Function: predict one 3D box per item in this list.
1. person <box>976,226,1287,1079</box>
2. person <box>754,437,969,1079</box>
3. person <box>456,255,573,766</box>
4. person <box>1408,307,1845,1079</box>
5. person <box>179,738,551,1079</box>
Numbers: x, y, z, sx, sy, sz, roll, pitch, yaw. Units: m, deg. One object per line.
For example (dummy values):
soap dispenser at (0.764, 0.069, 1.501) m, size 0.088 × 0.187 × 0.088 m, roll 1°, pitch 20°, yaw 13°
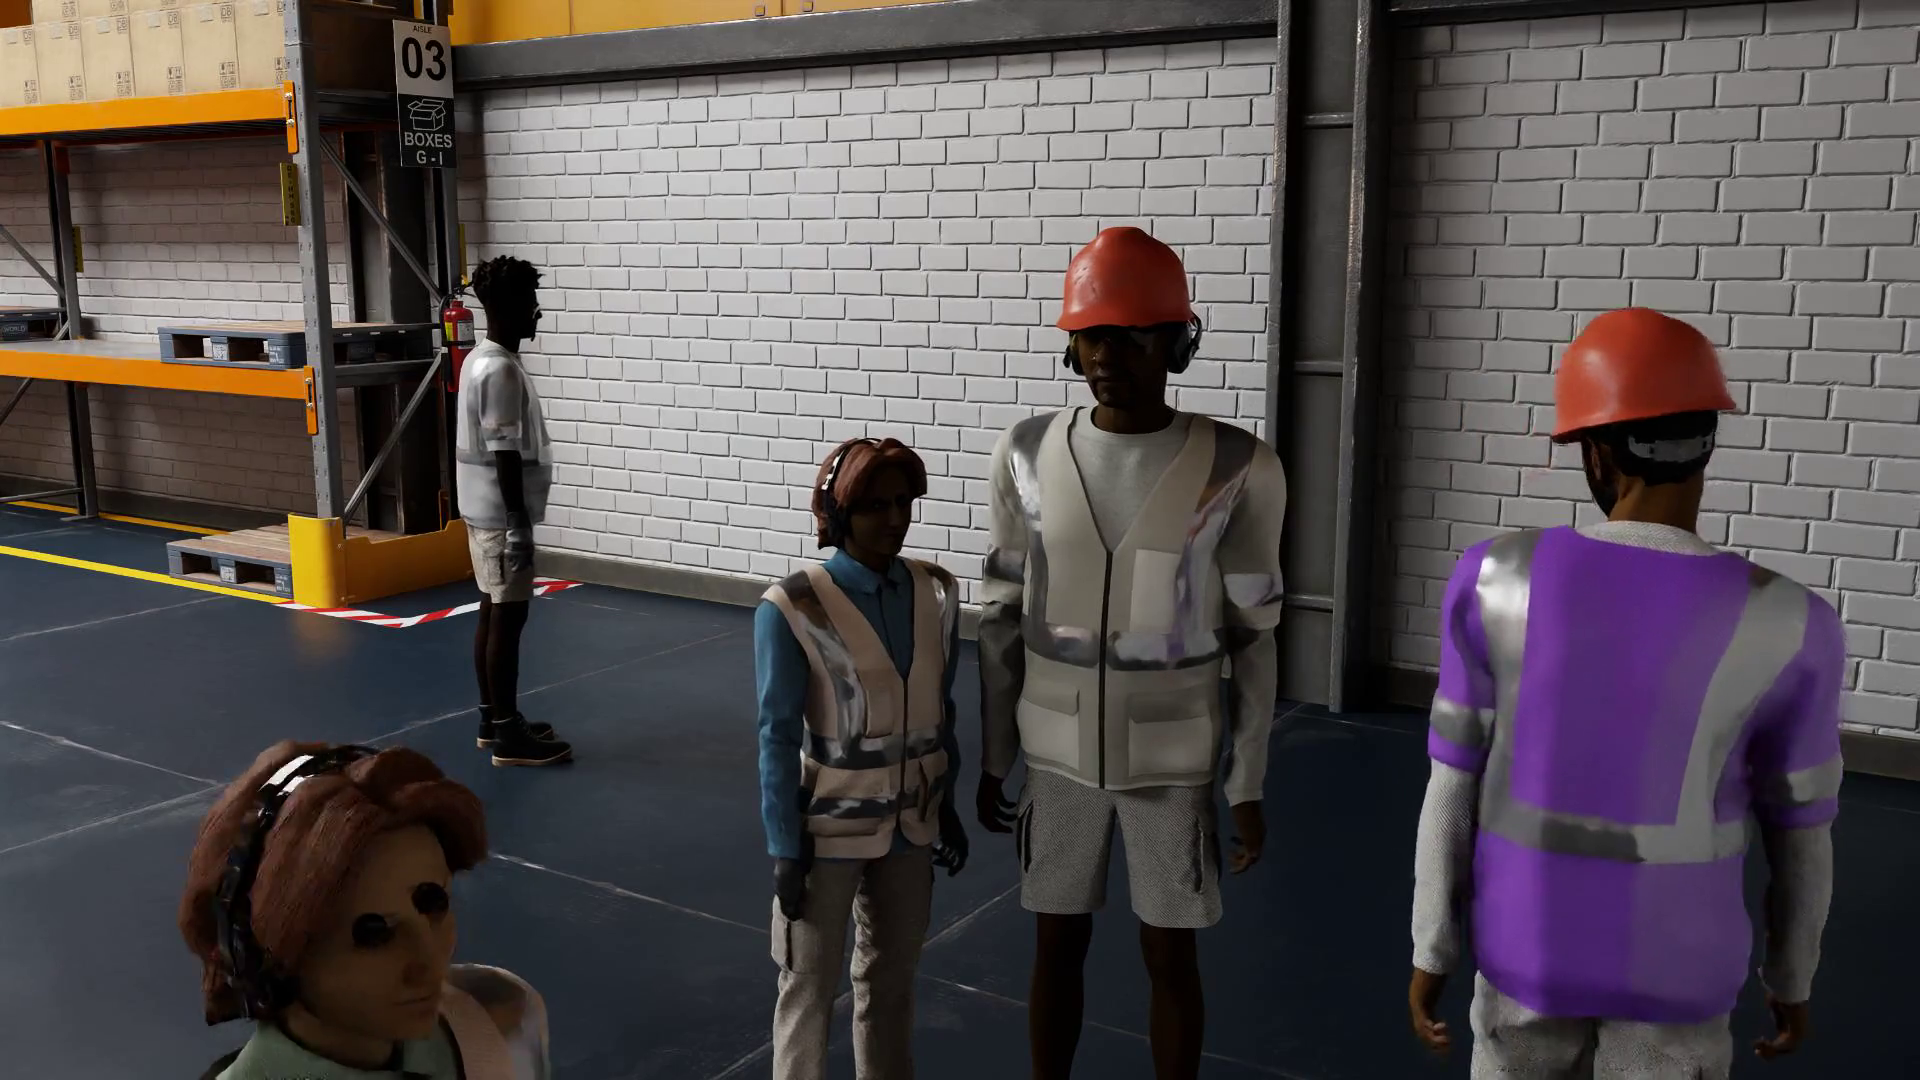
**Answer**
person at (0.316, 0.421, 3.285) m, size 0.605 × 2.045 × 0.378 m, roll 3°, pitch 11°, yaw 18°
person at (-0.194, 0.604, 3.393) m, size 0.514 × 1.642 × 0.314 m, roll -9°, pitch 14°, yaw -42°
person at (-1.760, -0.113, 6.465) m, size 0.369 × 1.965 × 0.609 m, roll -4°, pitch 11°, yaw -23°
person at (1.000, 0.615, 2.527) m, size 0.559 × 1.919 × 0.438 m, roll 6°, pitch 12°, yaw 31°
person at (-0.494, 0.964, 1.436) m, size 0.327 × 1.637 × 0.534 m, roll 4°, pitch 11°, yaw 21°
